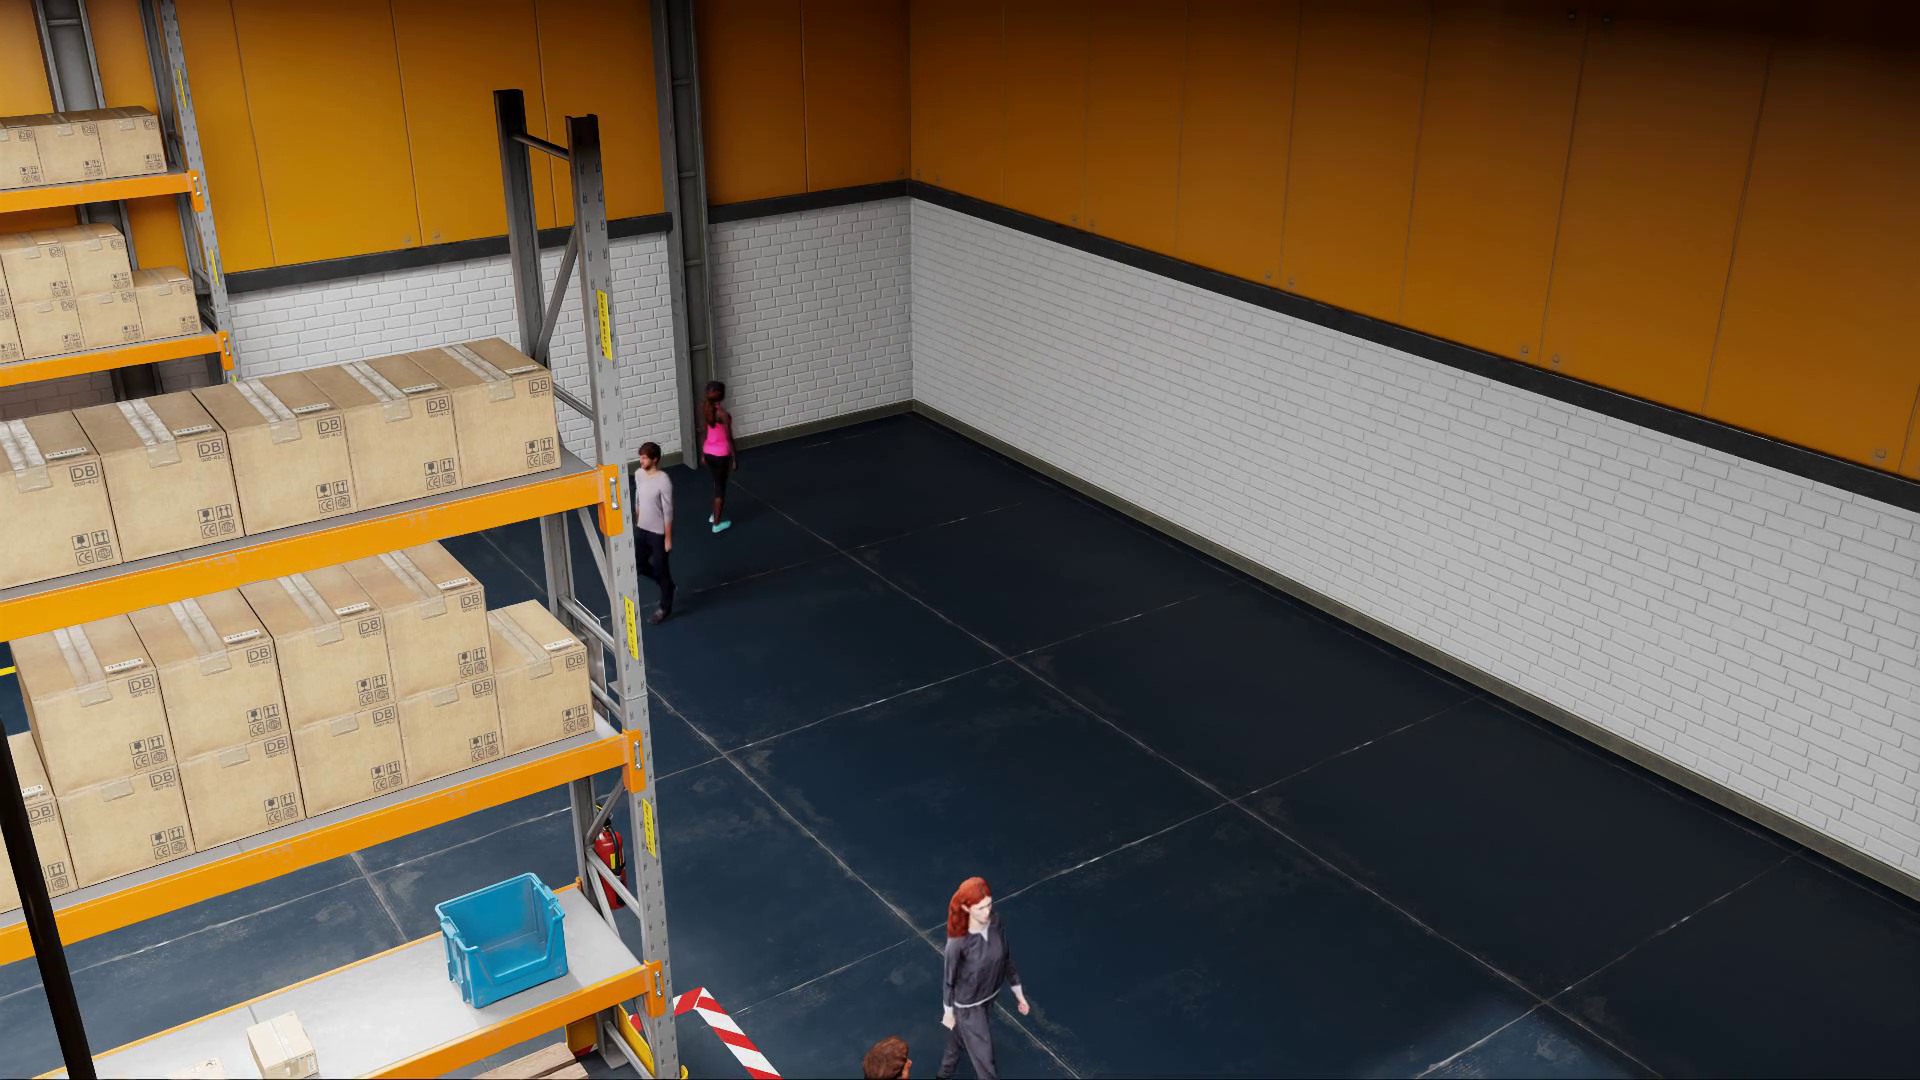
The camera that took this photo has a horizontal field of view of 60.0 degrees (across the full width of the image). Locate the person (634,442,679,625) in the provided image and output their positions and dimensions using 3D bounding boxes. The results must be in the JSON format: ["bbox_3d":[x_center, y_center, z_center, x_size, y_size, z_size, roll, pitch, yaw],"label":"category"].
[{"bbox_3d":[-2.881,-0.108,16.069,0.765,1.836,0.800,20,30,37],"label":"person"}]

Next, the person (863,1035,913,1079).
[{"bbox_3d":[-0.354,3.261,8.289,0.586,1.894,0.686,-20,31,-39],"label":"person"}]

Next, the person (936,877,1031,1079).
[{"bbox_3d":[0.024,2.701,9.777,0.827,1.729,1.092,20,30,38],"label":"person"}]

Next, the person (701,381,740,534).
[{"bbox_3d":[-2.689,-0.878,17.979,0.651,1.717,0.670,19,30,37],"label":"person"}]
